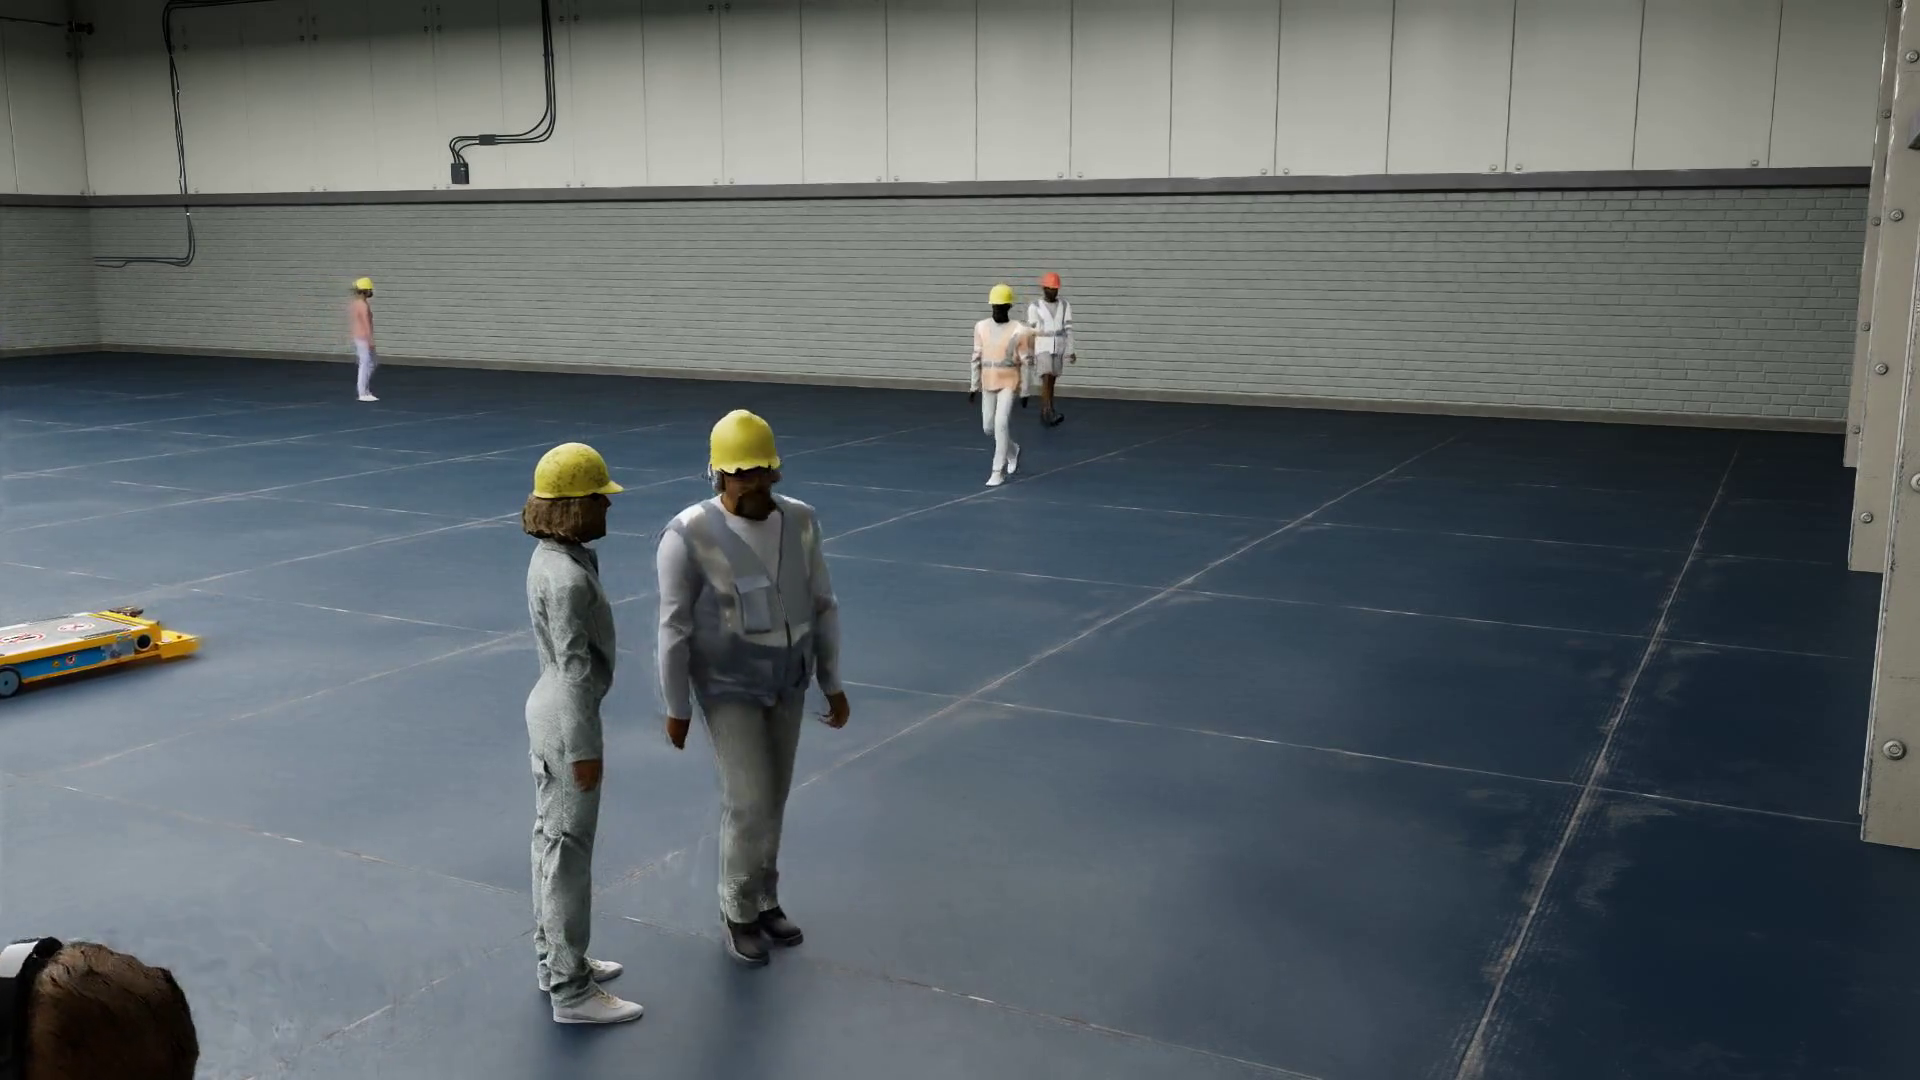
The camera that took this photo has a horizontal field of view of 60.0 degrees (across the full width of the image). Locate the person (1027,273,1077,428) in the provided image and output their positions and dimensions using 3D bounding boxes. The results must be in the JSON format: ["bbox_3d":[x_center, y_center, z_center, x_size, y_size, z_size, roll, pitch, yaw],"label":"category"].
[{"bbox_3d":[1.147,-2.319,20.402,0.555,1.883,1.007,-4,11,-19],"label":"person"}]

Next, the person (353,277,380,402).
[{"bbox_3d":[-8.395,-2.834,23.563,0.407,1.749,0.554,-6,12,-28],"label":"person"}]

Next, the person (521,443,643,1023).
[{"bbox_3d":[-1.152,0.573,5.027,0.311,1.744,0.486,-3,11,-18],"label":"person"}]

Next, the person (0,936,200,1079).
[{"bbox_3d":[-0.740,1.204,1.425,0.899,1.801,0.537,-3,11,-17],"label":"person"}]

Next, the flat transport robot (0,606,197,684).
[{"bbox_3d":[-4.942,0.600,8.900,0.652,0.197,1.431,7,12,34],"label":"flat transport robot"}]

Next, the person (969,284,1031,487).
[{"bbox_3d":[0.415,-1.488,15.844,0.596,1.903,0.779,7,12,32],"label":"person"}]

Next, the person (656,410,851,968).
[{"bbox_3d":[-0.642,0.480,5.383,0.582,1.805,0.500,-10,14,-43],"label":"person"}]
